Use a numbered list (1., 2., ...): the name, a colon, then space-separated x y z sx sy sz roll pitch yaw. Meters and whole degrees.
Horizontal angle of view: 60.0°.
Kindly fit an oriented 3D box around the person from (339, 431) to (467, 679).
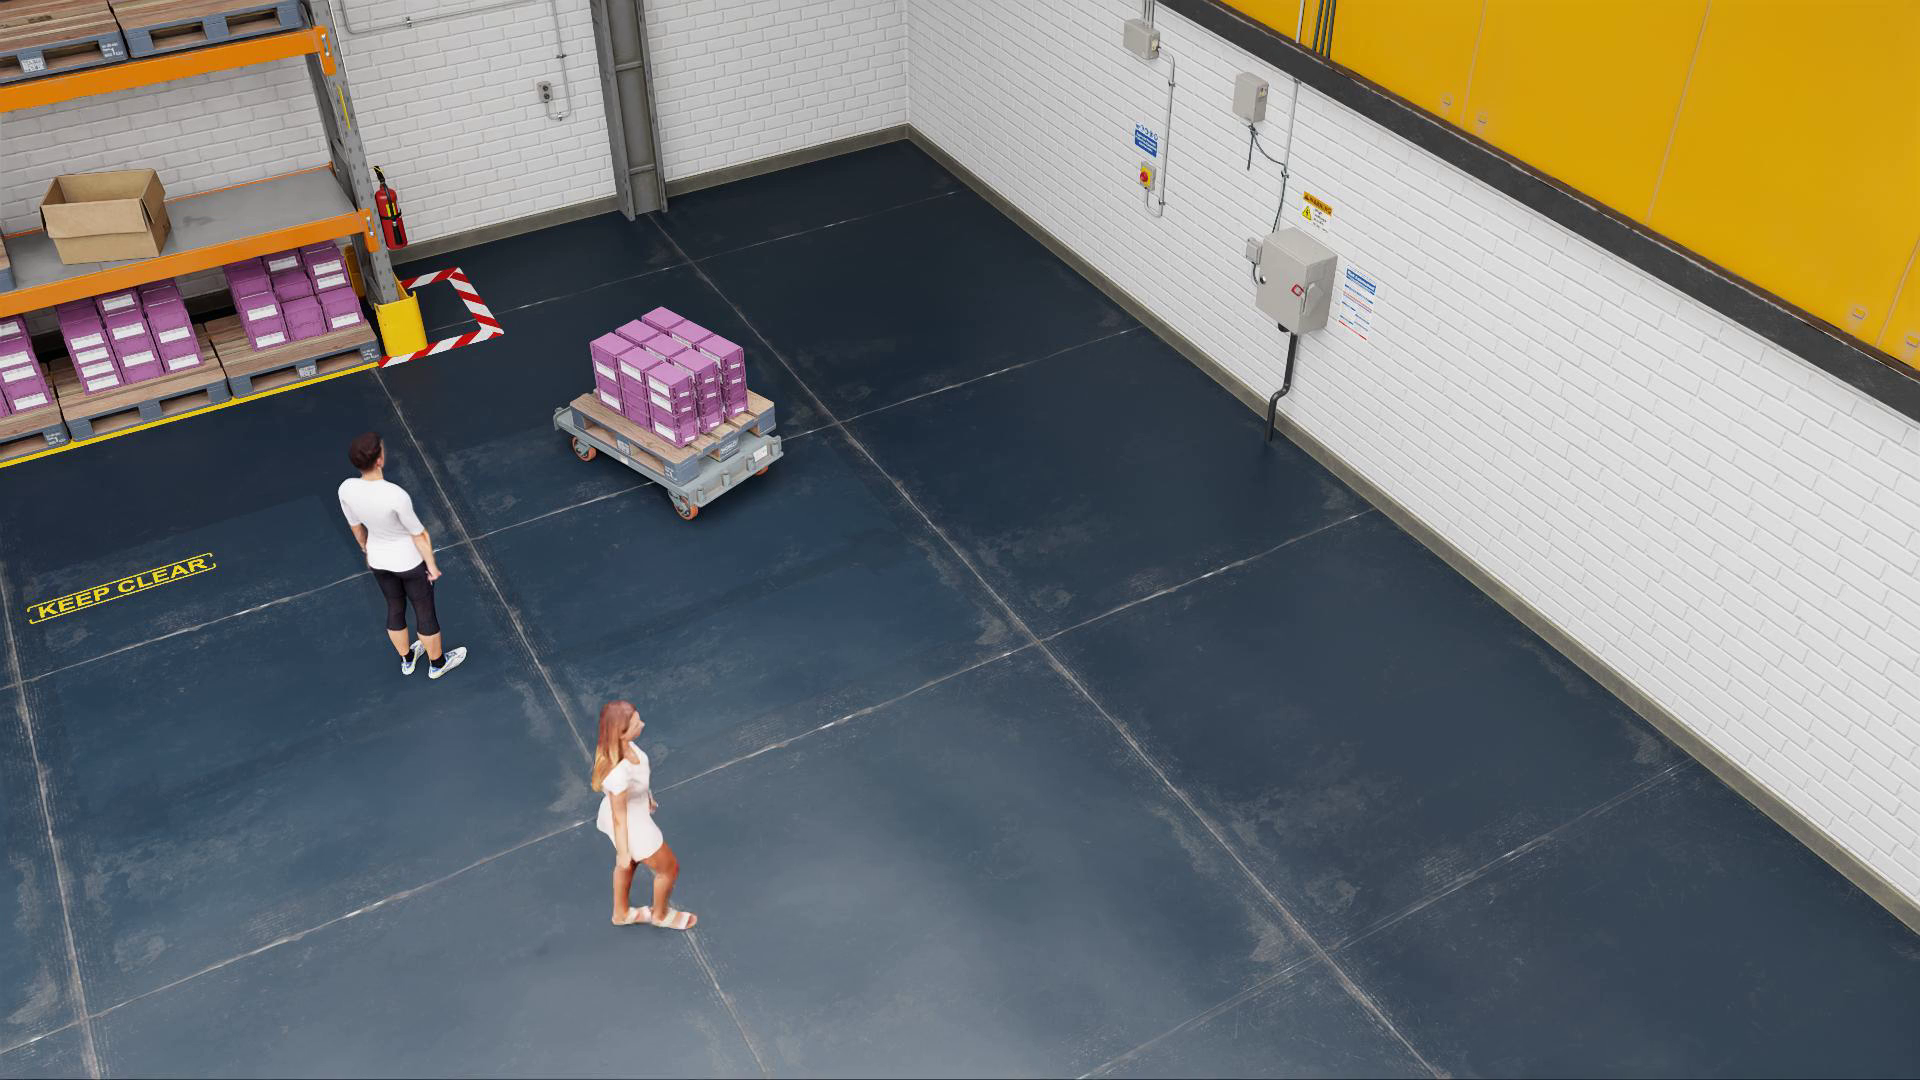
1. person: -3.544 0.113 10.454 0.743 1.853 0.800 10 40 12

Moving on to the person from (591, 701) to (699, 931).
1. person: -1.840 1.508 8.847 0.800 1.680 0.724 -7 39 -9
